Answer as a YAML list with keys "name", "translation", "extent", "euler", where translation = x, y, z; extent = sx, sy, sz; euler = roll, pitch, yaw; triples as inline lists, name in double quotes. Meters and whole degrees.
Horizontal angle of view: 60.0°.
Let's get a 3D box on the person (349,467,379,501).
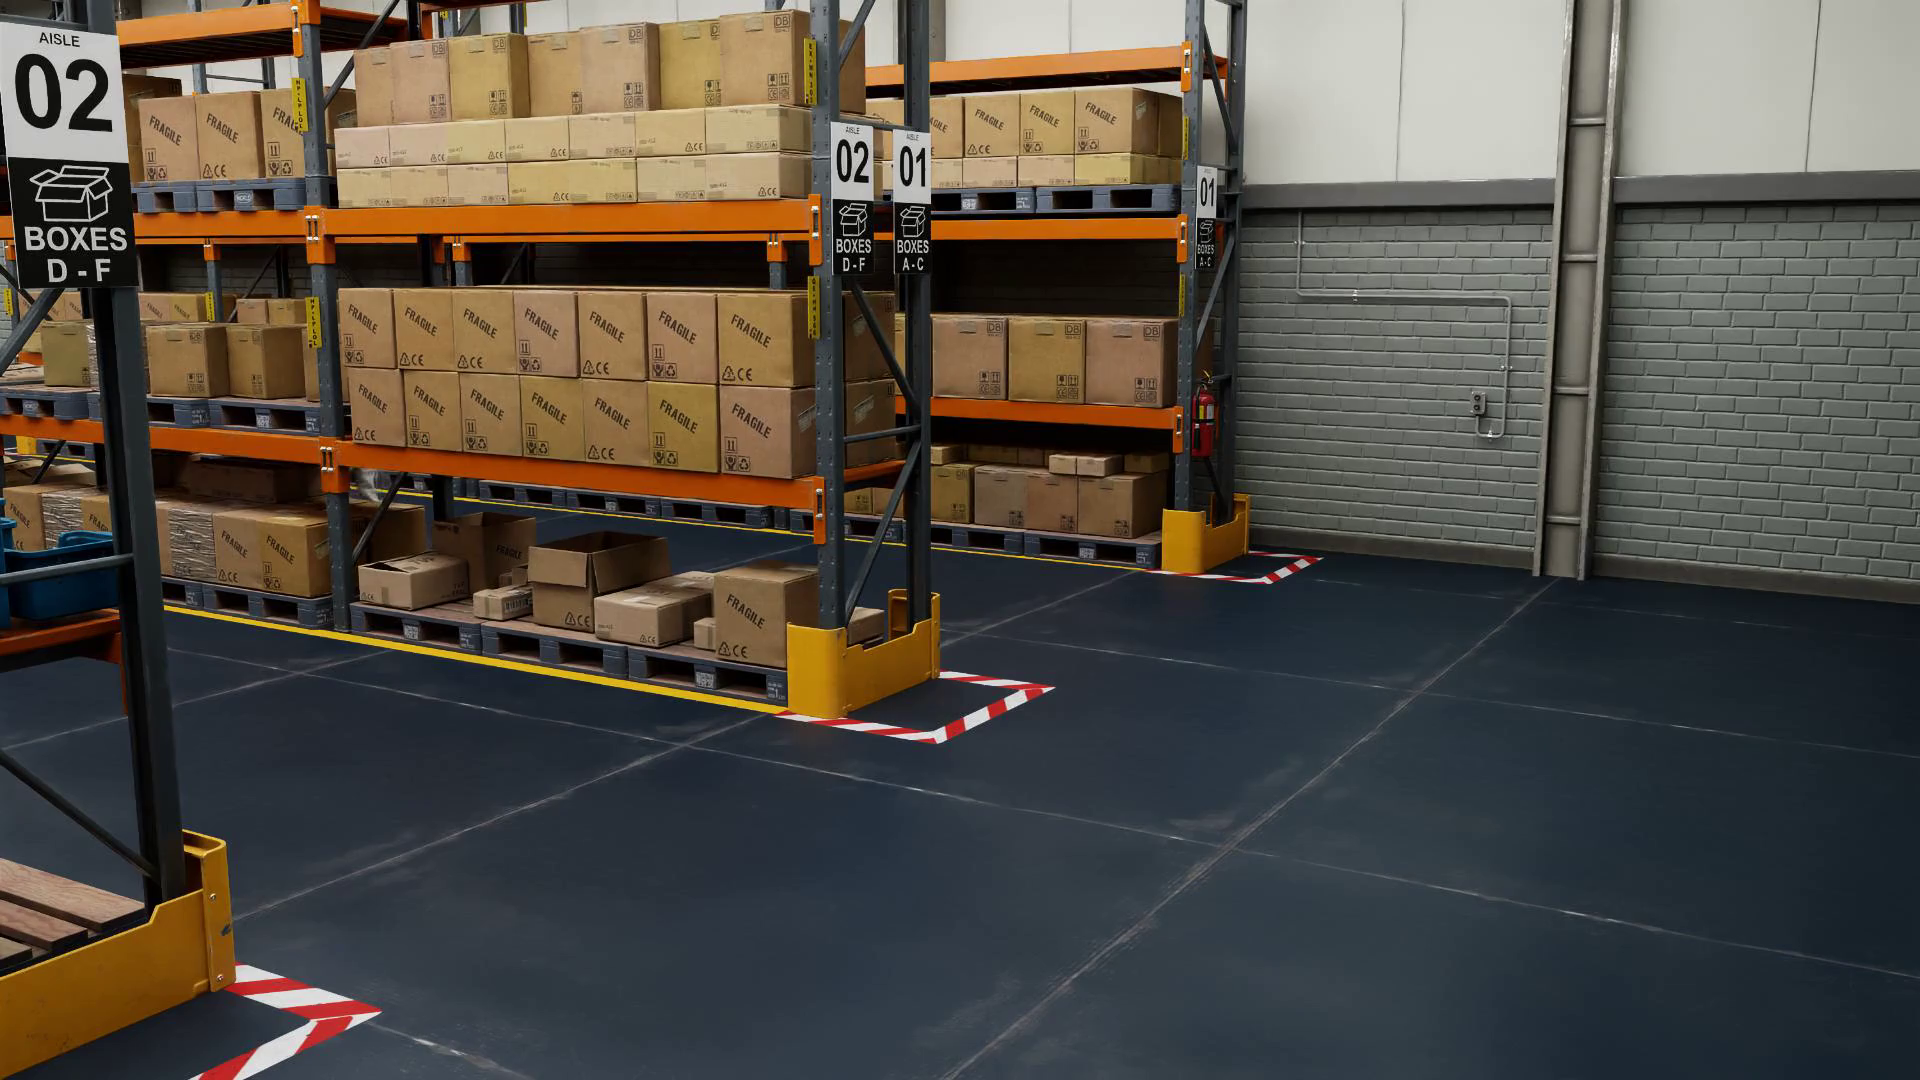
- name: "person"
  translation: [-5.099, -0.718, 13.692]
  extent: [0.866, 1.848, 0.602]
  euler: [5, 11, 28]
